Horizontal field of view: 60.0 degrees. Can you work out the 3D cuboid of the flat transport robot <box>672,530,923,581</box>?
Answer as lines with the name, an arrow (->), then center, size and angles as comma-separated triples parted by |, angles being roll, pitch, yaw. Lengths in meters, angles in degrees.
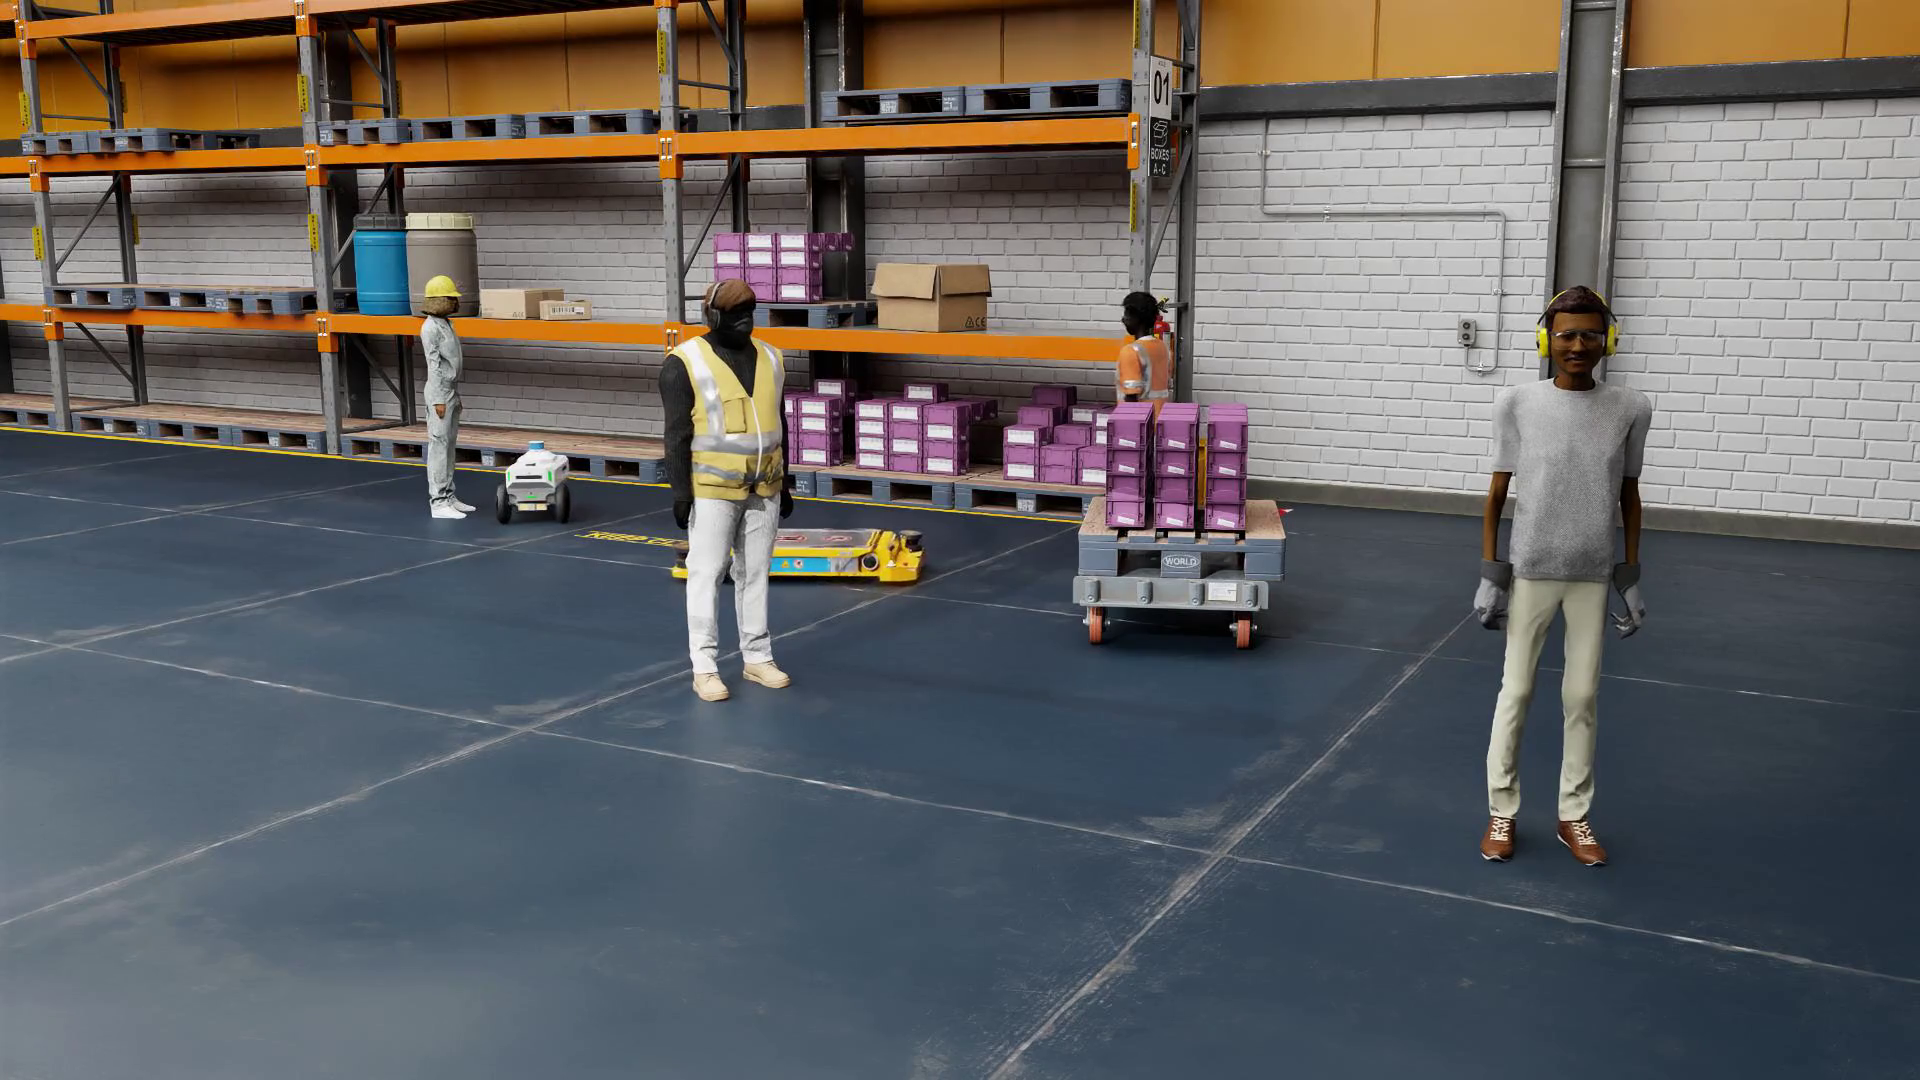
flat transport robot -> -0.953, 0.081, 9.981 | 1.431, 0.197, 0.652 | 0, 10, 2

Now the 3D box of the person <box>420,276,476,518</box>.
person -> -3.721, -1.033, 12.051 | 0.294, 1.744, 0.486 | -1, 10, -3

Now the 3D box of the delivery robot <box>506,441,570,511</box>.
delivery robot -> -3.034, -0.471, 11.976 | 0.477, 0.478, 0.707 | -1, 10, -3

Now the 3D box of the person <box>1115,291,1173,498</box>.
person -> 1.125, -0.669, 10.217 | 0.325, 1.689, 0.568 | 7, 12, 32

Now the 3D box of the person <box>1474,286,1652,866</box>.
person -> 1.940, 0.124, 5.364 | 0.532, 1.870, 0.319 | 1, 10, 8

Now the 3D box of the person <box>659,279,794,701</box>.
person -> -0.999, -0.225, 7.354 | 0.633, 1.841, 0.429 | -9, 14, -40
